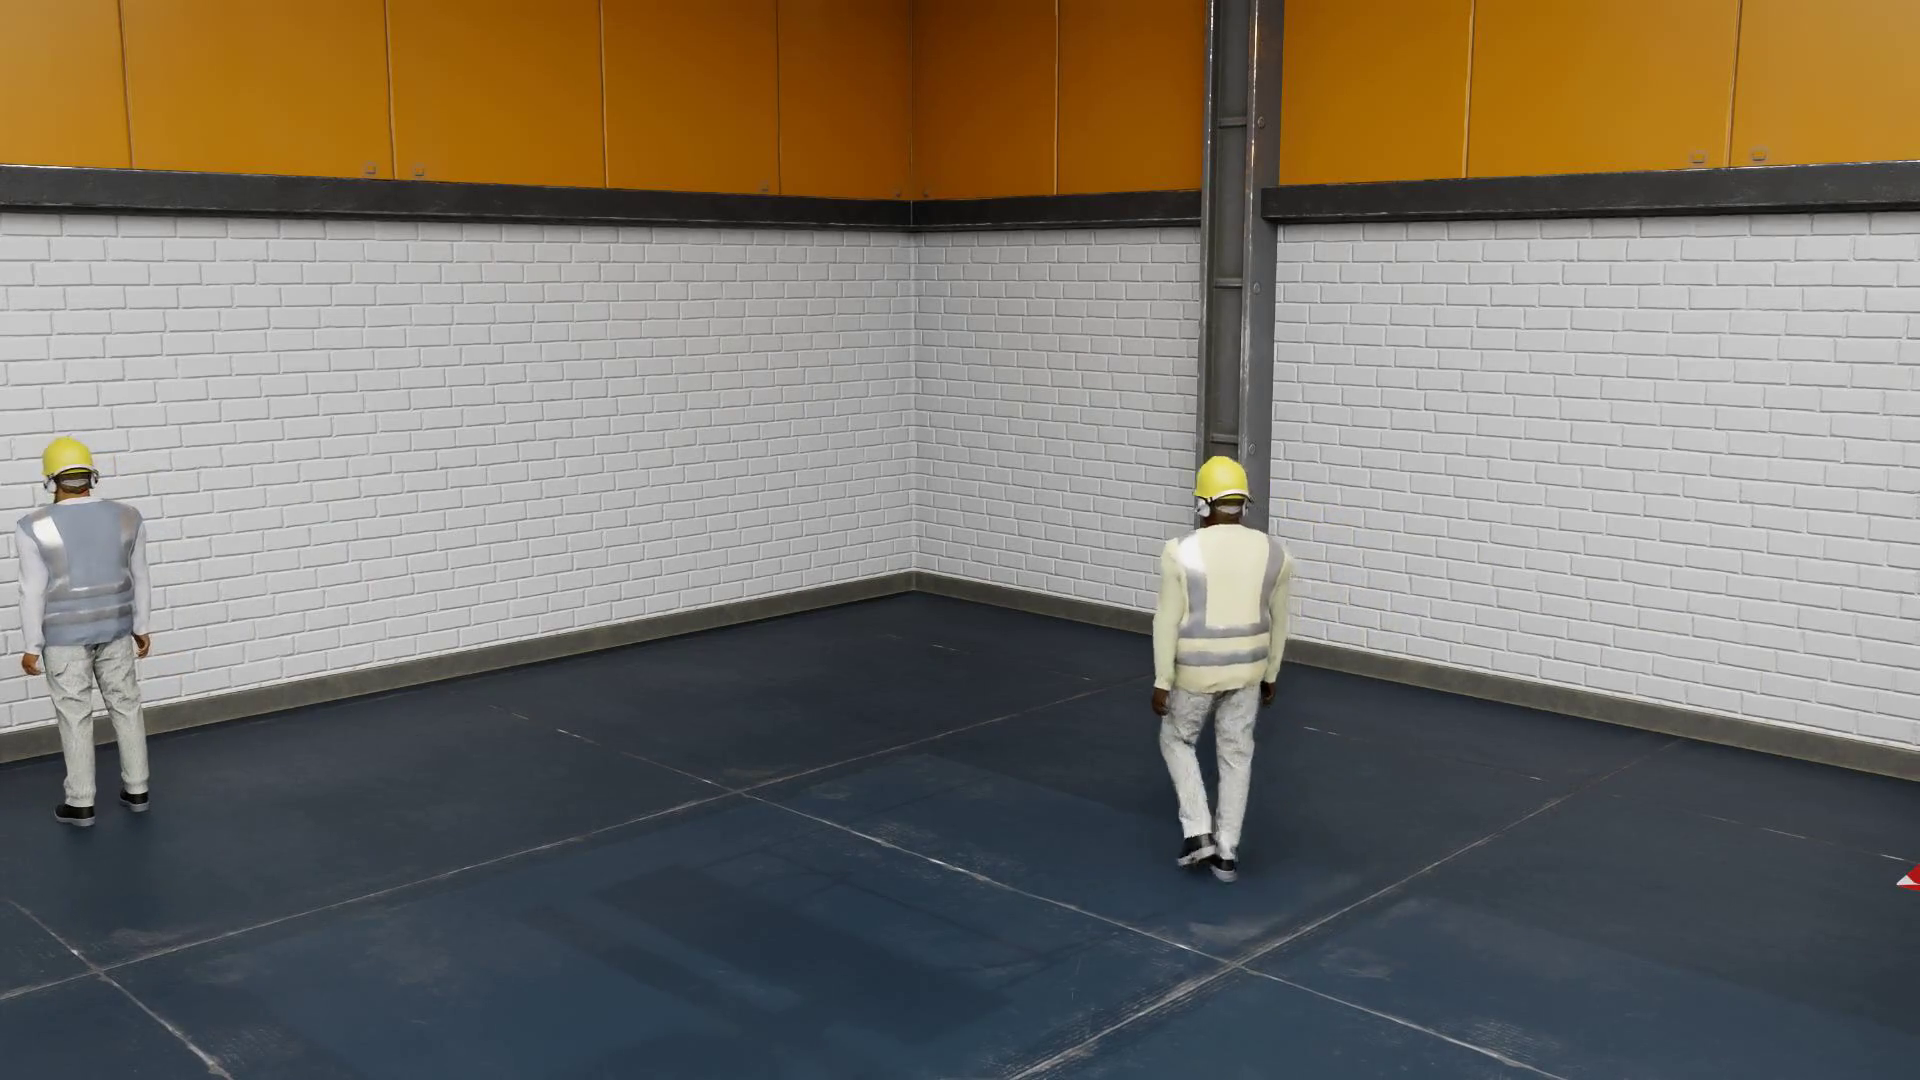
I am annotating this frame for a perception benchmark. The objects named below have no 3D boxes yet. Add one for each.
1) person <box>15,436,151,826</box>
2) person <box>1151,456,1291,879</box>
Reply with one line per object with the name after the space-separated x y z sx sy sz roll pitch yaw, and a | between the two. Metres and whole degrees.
-4.129 0.425 7.850 0.403 1.827 0.601 7 12 38 | person
1.098 0.551 7.103 0.623 1.818 0.430 -2 10 -13 | person
